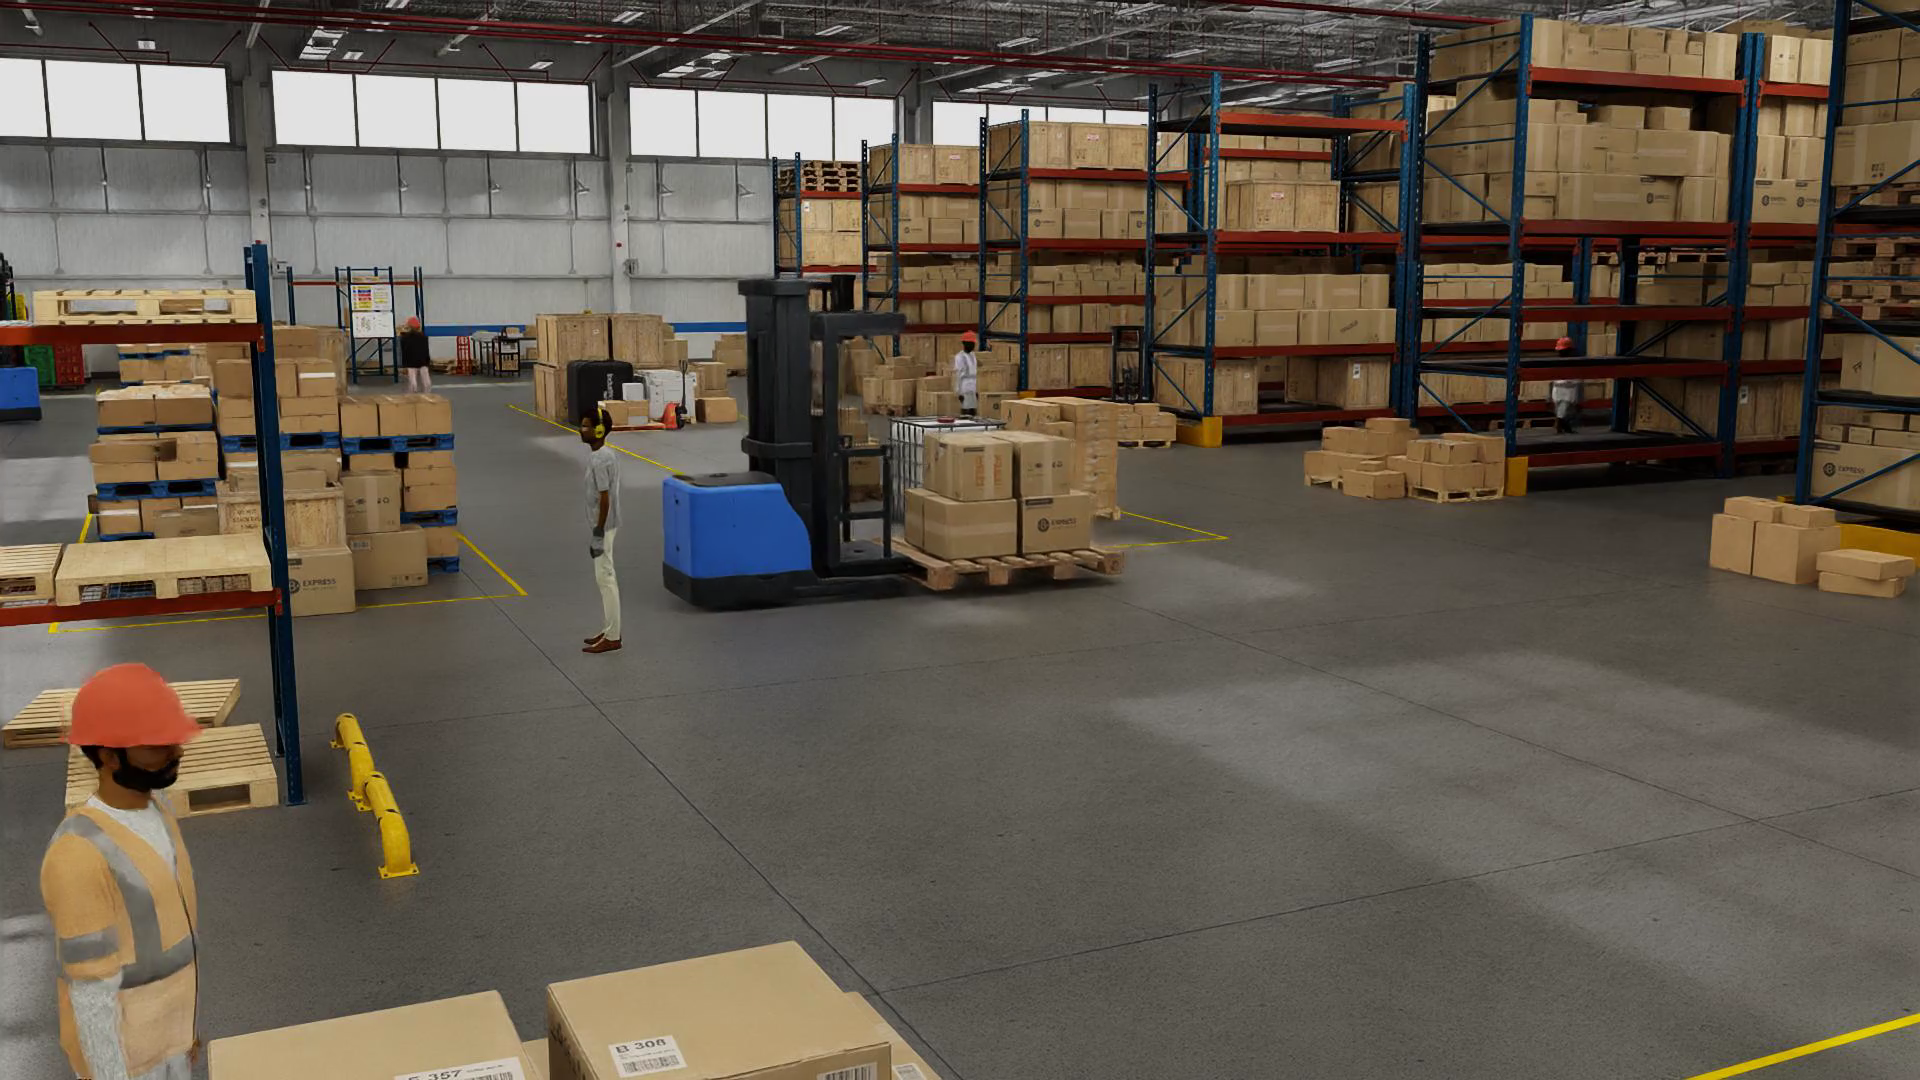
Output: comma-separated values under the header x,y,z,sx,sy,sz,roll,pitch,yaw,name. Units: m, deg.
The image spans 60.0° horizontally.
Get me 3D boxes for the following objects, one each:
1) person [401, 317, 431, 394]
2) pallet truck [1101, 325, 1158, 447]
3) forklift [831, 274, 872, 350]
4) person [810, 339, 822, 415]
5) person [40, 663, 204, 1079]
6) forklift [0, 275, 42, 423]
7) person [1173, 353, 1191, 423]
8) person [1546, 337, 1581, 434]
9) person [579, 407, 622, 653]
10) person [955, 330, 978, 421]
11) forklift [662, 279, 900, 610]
x,y,z,sx,sy,sz,roll,pitch,yaw,name
-11.011,-3.535,33.829,0.666,1.966,0.795,-9,13,-44,person
2.881,-2.596,27.923,0.823,1.965,1.885,-1,9,-7,pallet truck
-3.006,-5.480,43.089,1.873,2.768,1.129,-4,10,-25,forklift
-2.455,-2.515,27.704,0.891,1.901,0.635,-5,11,-31,person
-2.054,1.261,4.230,0.391,1.929,0.564,-1,9,-8,person
-18.594,-3.649,31.728,1.873,2.768,1.129,6,11,34,forklift
4.267,-3.164,31.945,0.429,1.839,0.621,7,12,38,person
9.417,-2.210,25.834,0.912,1.906,0.556,-5,10,-28,person
-2.748,-0.076,12.669,0.322,1.876,0.531,-1,9,-8,person
0.140,-2.496,27.506,0.376,1.938,0.549,5,11,30,person
-1.618,-0.897,14.654,1.873,2.768,1.129,-4,10,-25,forklift
